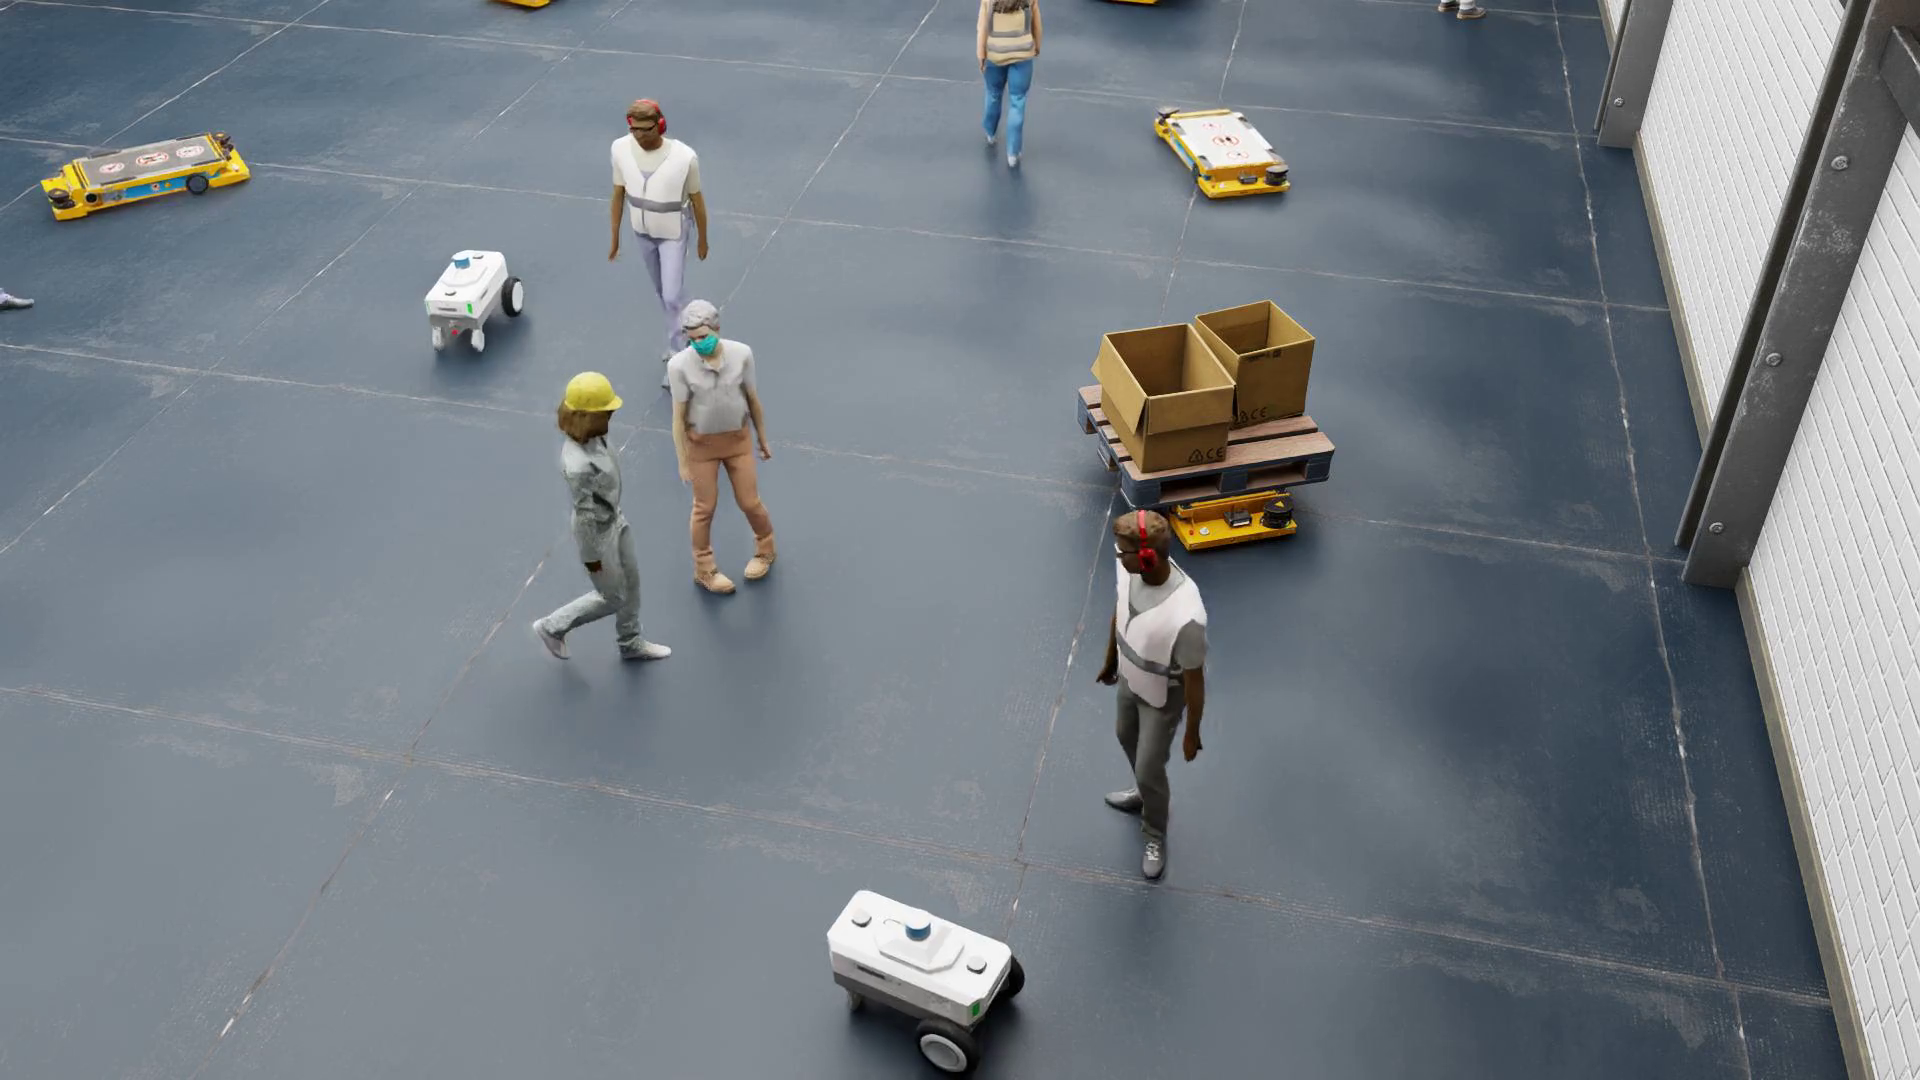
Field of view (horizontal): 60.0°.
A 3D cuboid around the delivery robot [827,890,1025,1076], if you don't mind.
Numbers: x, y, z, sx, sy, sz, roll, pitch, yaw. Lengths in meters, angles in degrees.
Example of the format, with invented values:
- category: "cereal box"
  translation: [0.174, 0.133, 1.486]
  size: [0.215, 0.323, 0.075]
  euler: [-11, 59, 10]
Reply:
- category: "delivery robot"
  translation: [-0.143, 1.723, 6.670]
  size: [0.761, 0.590, 0.499]
  euler: [17, 40, 21]

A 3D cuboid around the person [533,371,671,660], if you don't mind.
- category: "person"
  translation: [-1.811, -0.069, 8.102]
  size: [0.570, 1.716, 0.485]
  euler: [1, 37, 2]

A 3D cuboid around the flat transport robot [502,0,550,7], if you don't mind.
- category: "flat transport robot"
  translation: [-4.111, -5.766, 16.935]
  size: [0.659, 0.231, 1.431]
  euler: [18, 41, 23]

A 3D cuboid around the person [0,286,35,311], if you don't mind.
- category: "person"
  translation: [-6.903, -2.205, 10.907]
  size: [0.922, 1.791, 0.599]
  euler: [-13, 39, -17]

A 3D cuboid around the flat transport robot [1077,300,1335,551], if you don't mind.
- category: "flat transport robot"
  translation: [1.396, -0.455, 9.828]
  size: [0.659, 0.231, 1.431]
  euler: [-9, 38, -12]

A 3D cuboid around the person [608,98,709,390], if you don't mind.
- category: "person"
  translation: [-1.922, -1.845, 10.389]
  size: [0.560, 1.818, 0.766]
  euler: [13, 39, 17]

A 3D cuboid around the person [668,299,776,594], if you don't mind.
- category: "person"
  translation: [-1.245, -0.491, 8.663]
  size: [0.503, 1.719, 0.363]
  euler: [-11, 38, -14]

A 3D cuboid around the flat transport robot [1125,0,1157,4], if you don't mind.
- category: "flat transport robot"
  translation: [1.859, -5.821, 17.009]
  size: [0.659, 0.231, 1.431]
  euler: [13, 39, 17]

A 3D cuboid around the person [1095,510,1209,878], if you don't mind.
- category: "person"
  translation: [0.841, 0.636, 7.083]
  size: [0.414, 1.811, 0.624]
  euler: [-16, 40, -20]

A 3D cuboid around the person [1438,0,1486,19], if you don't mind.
- category: "person"
  translation: [4.900, -5.946, 15.829]
  size: [0.357, 1.881, 0.573]
  euler: [-18, 40, -23]

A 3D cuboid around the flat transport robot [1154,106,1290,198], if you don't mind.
- category: "flat transport robot"
  translation: [2.102, -3.158, 13.444]
  size: [0.659, 0.231, 1.431]
  euler: [-7, 37, -10]

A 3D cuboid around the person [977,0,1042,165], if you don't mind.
- category: "person"
  translation: [0.391, -3.893, 13.235]
  size: [0.504, 1.699, 0.705]
  euler: [1, 37, 2]

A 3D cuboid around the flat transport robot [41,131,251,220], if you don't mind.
- category: "flat transport robot"
  translation: [-6.397, -2.868, 13.056]
  size: [1.431, 0.231, 0.659]
  euler: [-21, 41, -25]

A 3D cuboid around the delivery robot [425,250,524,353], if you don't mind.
- category: "delivery robot"
  translation: [-3.301, -1.648, 11.194]
  size: [0.499, 0.604, 0.808]
  euler: [4, 37, 5]
